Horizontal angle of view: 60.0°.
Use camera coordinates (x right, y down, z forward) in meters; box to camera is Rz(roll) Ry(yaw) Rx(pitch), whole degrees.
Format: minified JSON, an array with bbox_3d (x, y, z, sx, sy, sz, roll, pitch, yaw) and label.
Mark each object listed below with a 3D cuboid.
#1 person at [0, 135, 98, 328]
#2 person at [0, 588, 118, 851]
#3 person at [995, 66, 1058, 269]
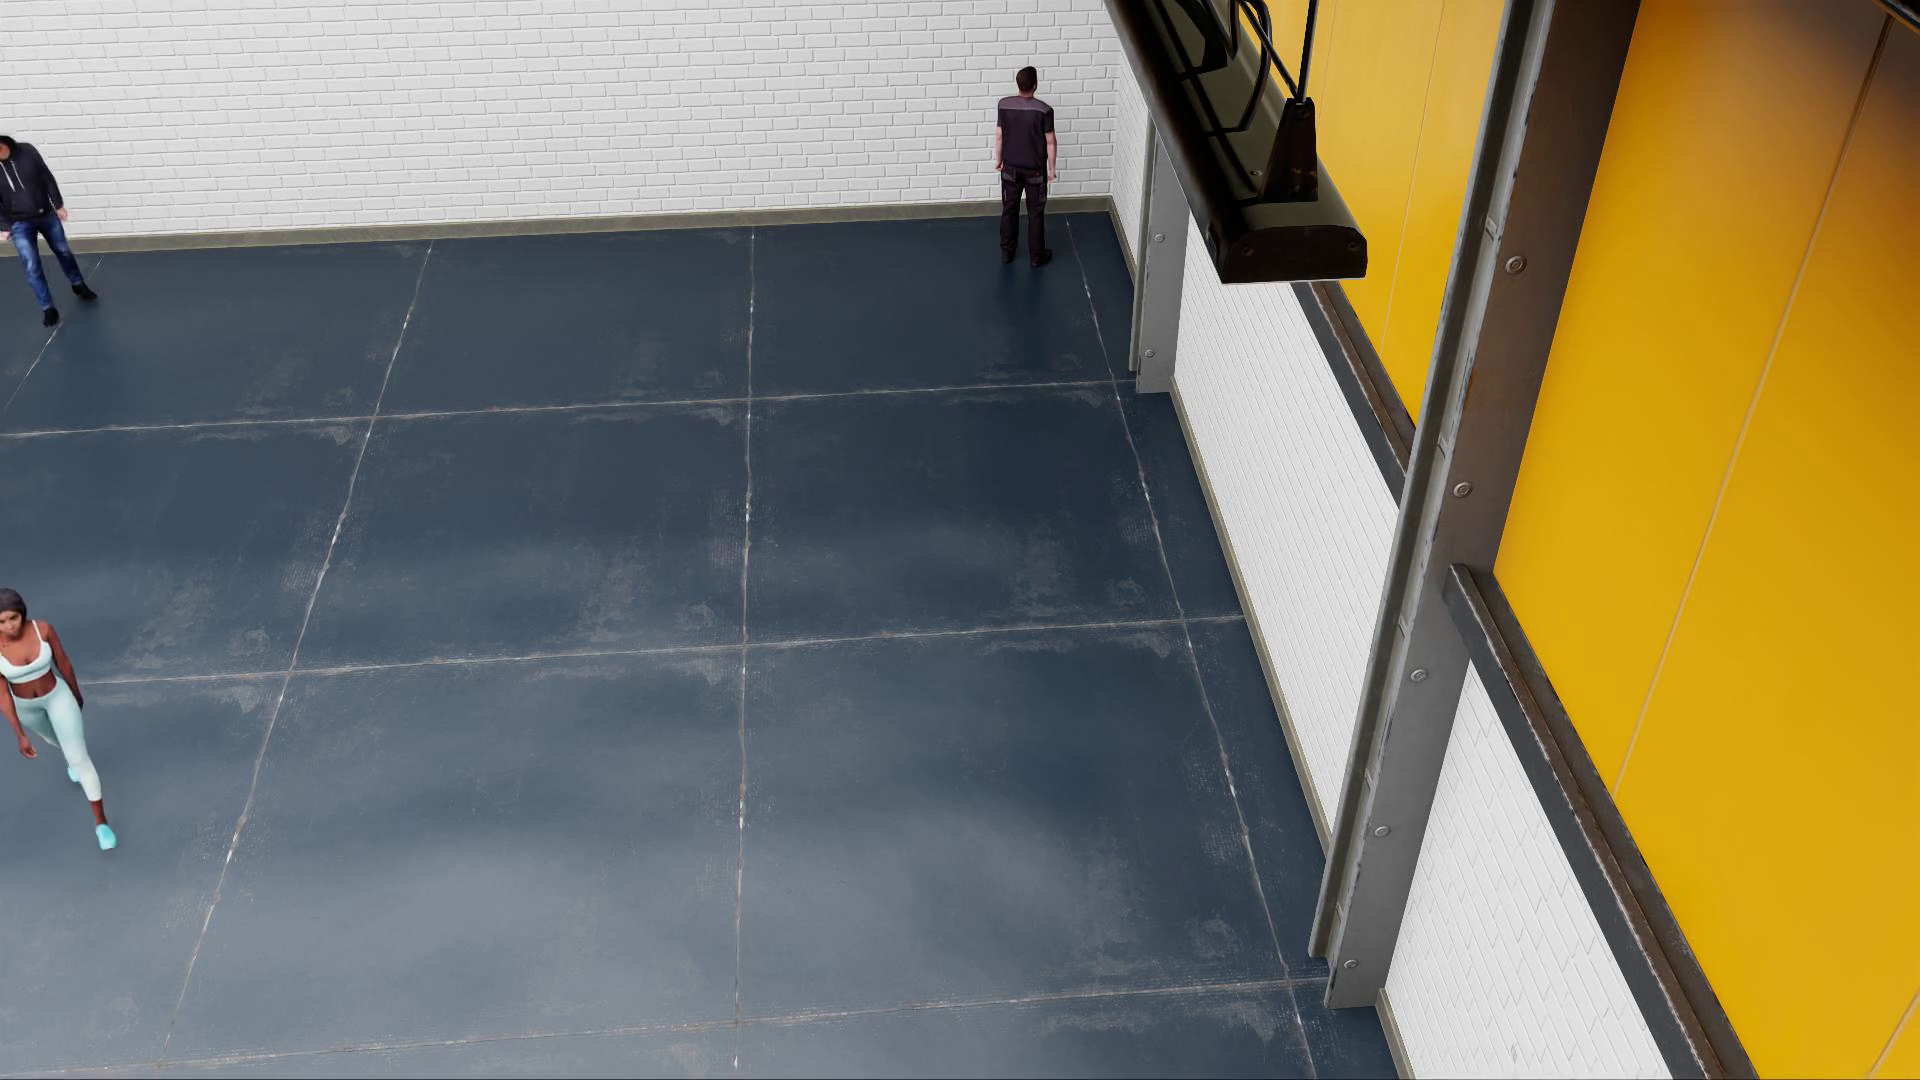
[{"bbox_3d":[-7.890,-2.763,14.108,0.945,1.831,1.031,-31,48,-33],"label":"person"},{"bbox_3d":[-5.304,0.930,9.609,0.908,1.674,1.245,-20,43,-24],"label":"person"},{"bbox_3d":[0.573,-3.320,14.794,0.806,1.845,0.767,13,40,16],"label":"person"}]
